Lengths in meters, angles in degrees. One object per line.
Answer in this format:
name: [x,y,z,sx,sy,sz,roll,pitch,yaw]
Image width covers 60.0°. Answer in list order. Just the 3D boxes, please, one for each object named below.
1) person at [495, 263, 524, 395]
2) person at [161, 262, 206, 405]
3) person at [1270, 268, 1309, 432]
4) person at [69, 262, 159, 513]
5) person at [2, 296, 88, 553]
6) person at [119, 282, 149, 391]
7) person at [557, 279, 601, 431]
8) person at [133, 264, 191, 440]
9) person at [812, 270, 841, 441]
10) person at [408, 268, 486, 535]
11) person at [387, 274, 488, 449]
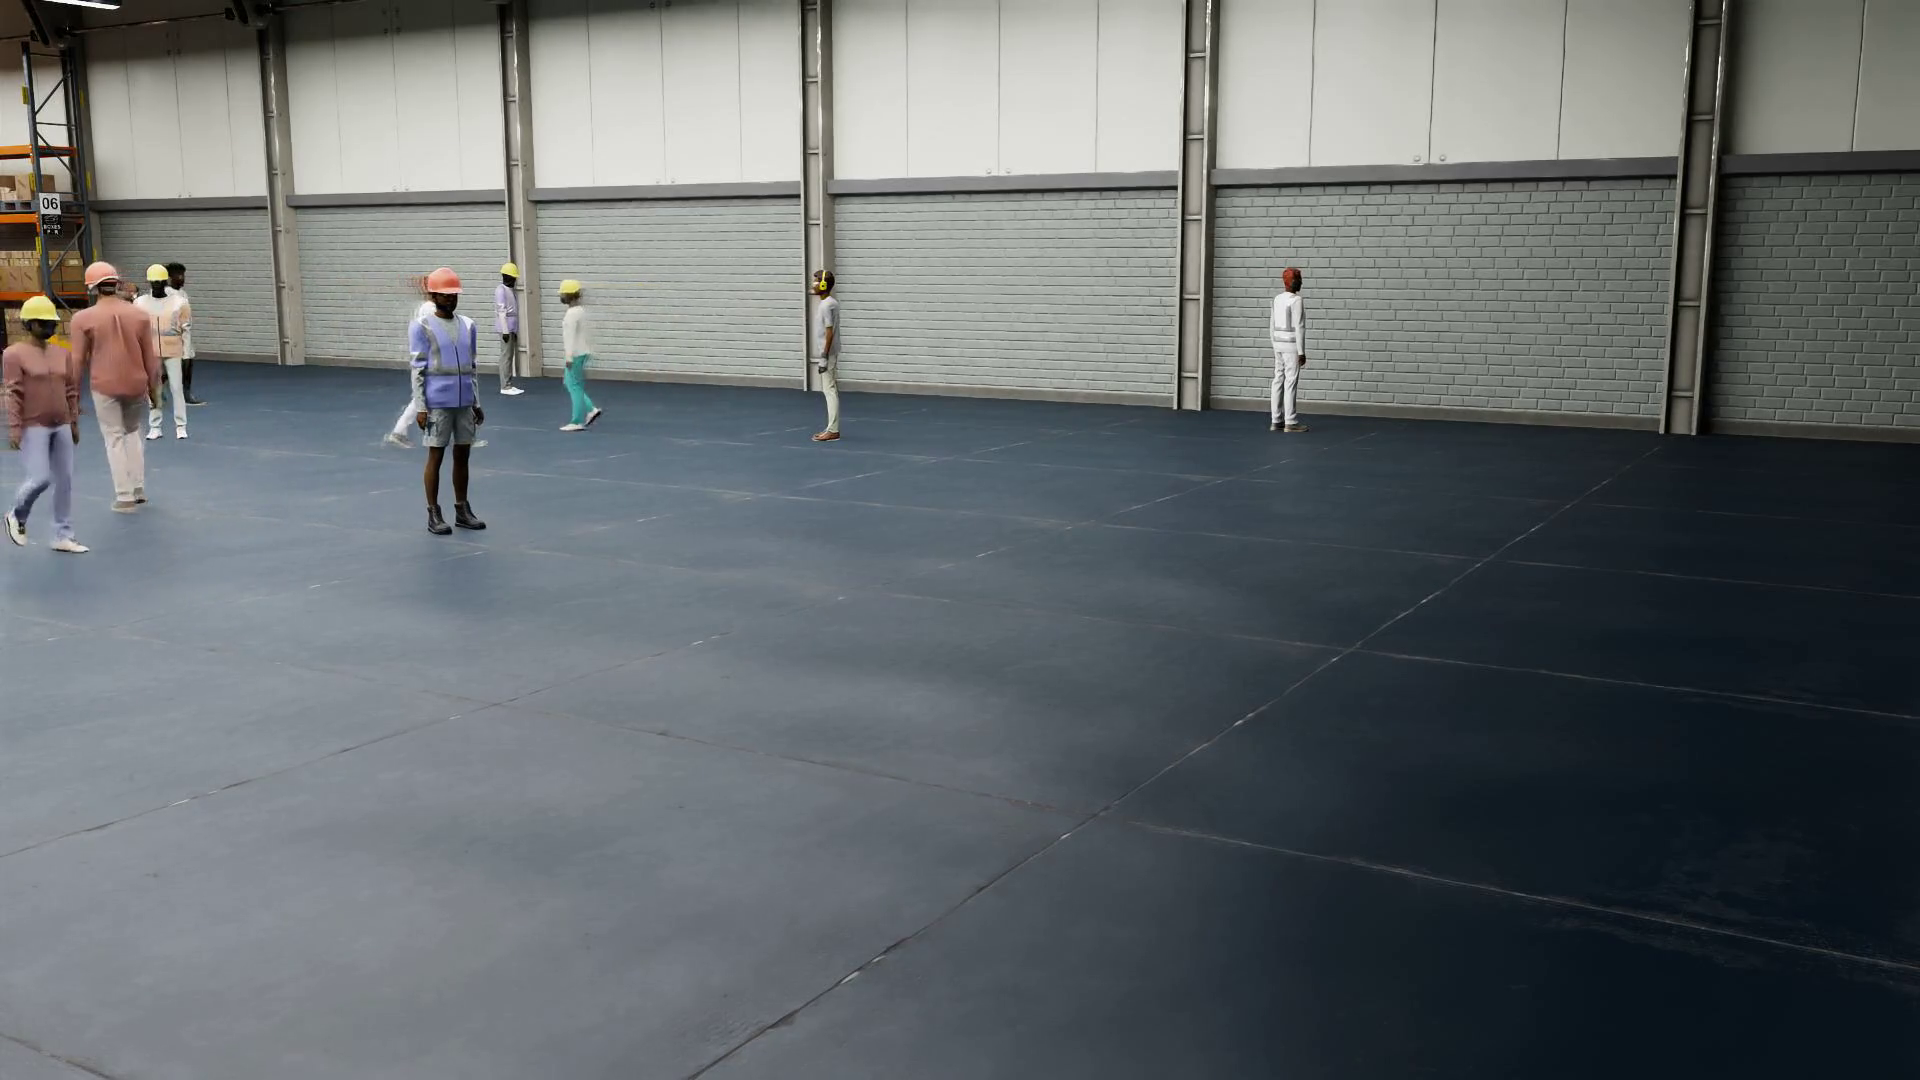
person: [-6.611,-3.091,24.396,0.381,1.917,0.585,-1,10,-3]
person: [-10.600,-2.771,22.443,0.590,1.948,0.606,0,10,1]
person: [3.798,-2.185,19.191,0.354,1.883,0.573,-4,11,-24]
person: [-6.723,-1.205,13.188,0.620,1.968,0.647,8,13,41]
person: [-6.231,-0.775,11.287,0.459,1.755,0.540,4,10,22]
person: [-12.315,-3.009,24.744,0.282,1.633,0.498,2,10,9]
person: [-4.472,-2.135,19.246,0.381,1.755,0.543,0,10,-2]
person: [-8.821,-2.075,18.411,0.586,1.930,0.360,-3,10,-15]
person: [-1.476,-2.022,18.276,0.327,1.874,0.520,0,10,1]
person: [-3.730,-1.014,12.175,0.361,1.935,0.553,8,12,39]
person: [-5.541,-1.857,17.419,0.975,1.843,0.578,-5,11,-25]
